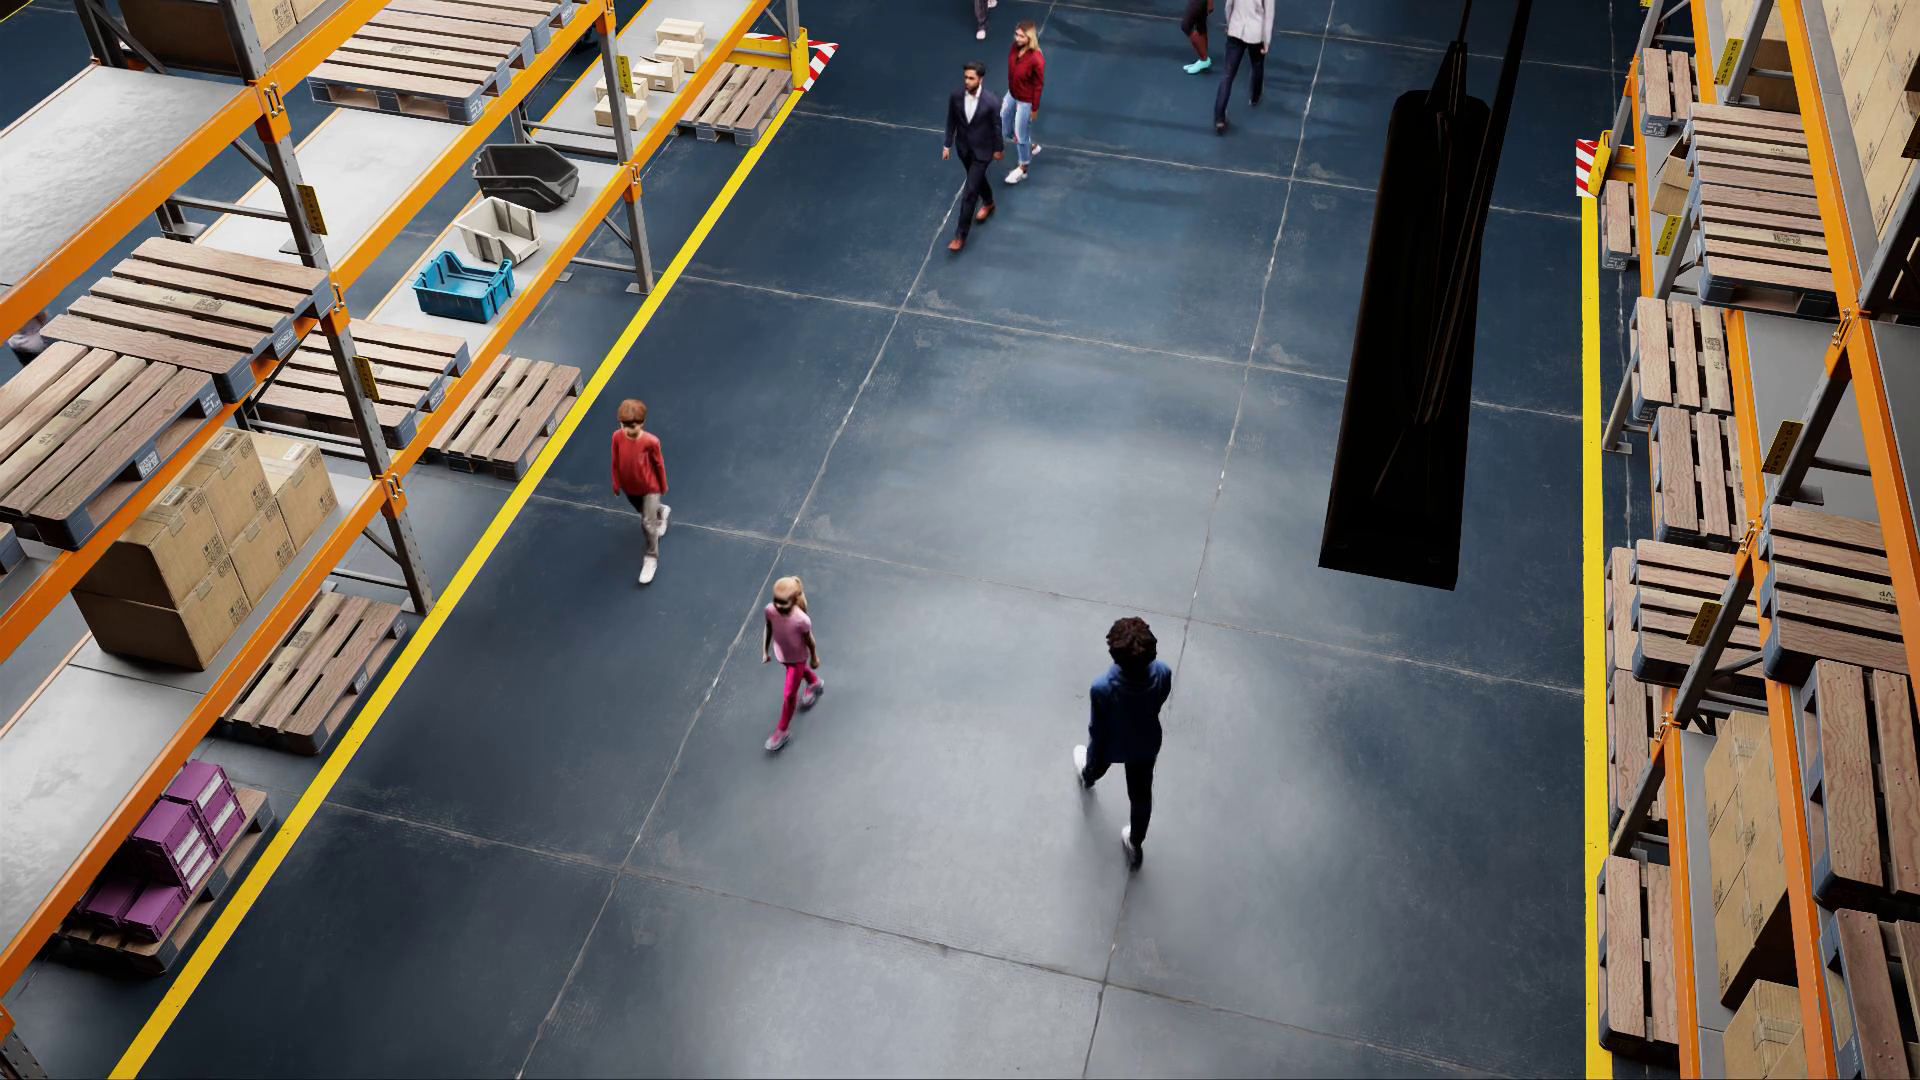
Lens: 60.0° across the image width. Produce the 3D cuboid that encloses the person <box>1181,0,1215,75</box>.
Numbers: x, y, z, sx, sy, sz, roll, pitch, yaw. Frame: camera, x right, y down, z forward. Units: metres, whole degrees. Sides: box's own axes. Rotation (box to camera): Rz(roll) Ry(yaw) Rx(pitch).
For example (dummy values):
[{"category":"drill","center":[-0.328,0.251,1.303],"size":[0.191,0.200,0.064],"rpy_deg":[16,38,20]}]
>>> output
[{"category":"person","center":[2.541,-5.529,16.813],"size":[0.668,1.714,0.598],"rpy_deg":[0,44,0]}]

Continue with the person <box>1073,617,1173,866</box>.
[{"category":"person","center":[1.004,1.211,9.695],"size":[0.993,1.773,1.218],"rpy_deg":[-7,44,-8]}]

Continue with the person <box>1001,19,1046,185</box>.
[{"category":"person","center":[0.640,-4.071,15.351],"size":[0.849,1.619,0.789],"rpy_deg":[-25,49,-24]}]

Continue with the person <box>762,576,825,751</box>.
[{"category":"person","center":[-1.050,0.683,10.632],"size":[0.643,1.244,0.952],"rpy_deg":[21,47,20]}]

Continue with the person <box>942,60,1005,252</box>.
[{"category":"person","center":[0.168,-3.470,14.680],"size":[0.865,1.674,1.211],"rpy_deg":[21,48,21]}]

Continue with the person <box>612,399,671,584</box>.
[{"category":"person","center":[-2.225,-0.443,11.702],"size":[0.544,1.399,0.931],"rpy_deg":[13,45,13]}]

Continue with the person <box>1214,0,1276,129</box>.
[{"category":"person","center":[2.725,-4.835,16.023],"size":[0.817,1.798,1.235],"rpy_deg":[18,47,18]}]
